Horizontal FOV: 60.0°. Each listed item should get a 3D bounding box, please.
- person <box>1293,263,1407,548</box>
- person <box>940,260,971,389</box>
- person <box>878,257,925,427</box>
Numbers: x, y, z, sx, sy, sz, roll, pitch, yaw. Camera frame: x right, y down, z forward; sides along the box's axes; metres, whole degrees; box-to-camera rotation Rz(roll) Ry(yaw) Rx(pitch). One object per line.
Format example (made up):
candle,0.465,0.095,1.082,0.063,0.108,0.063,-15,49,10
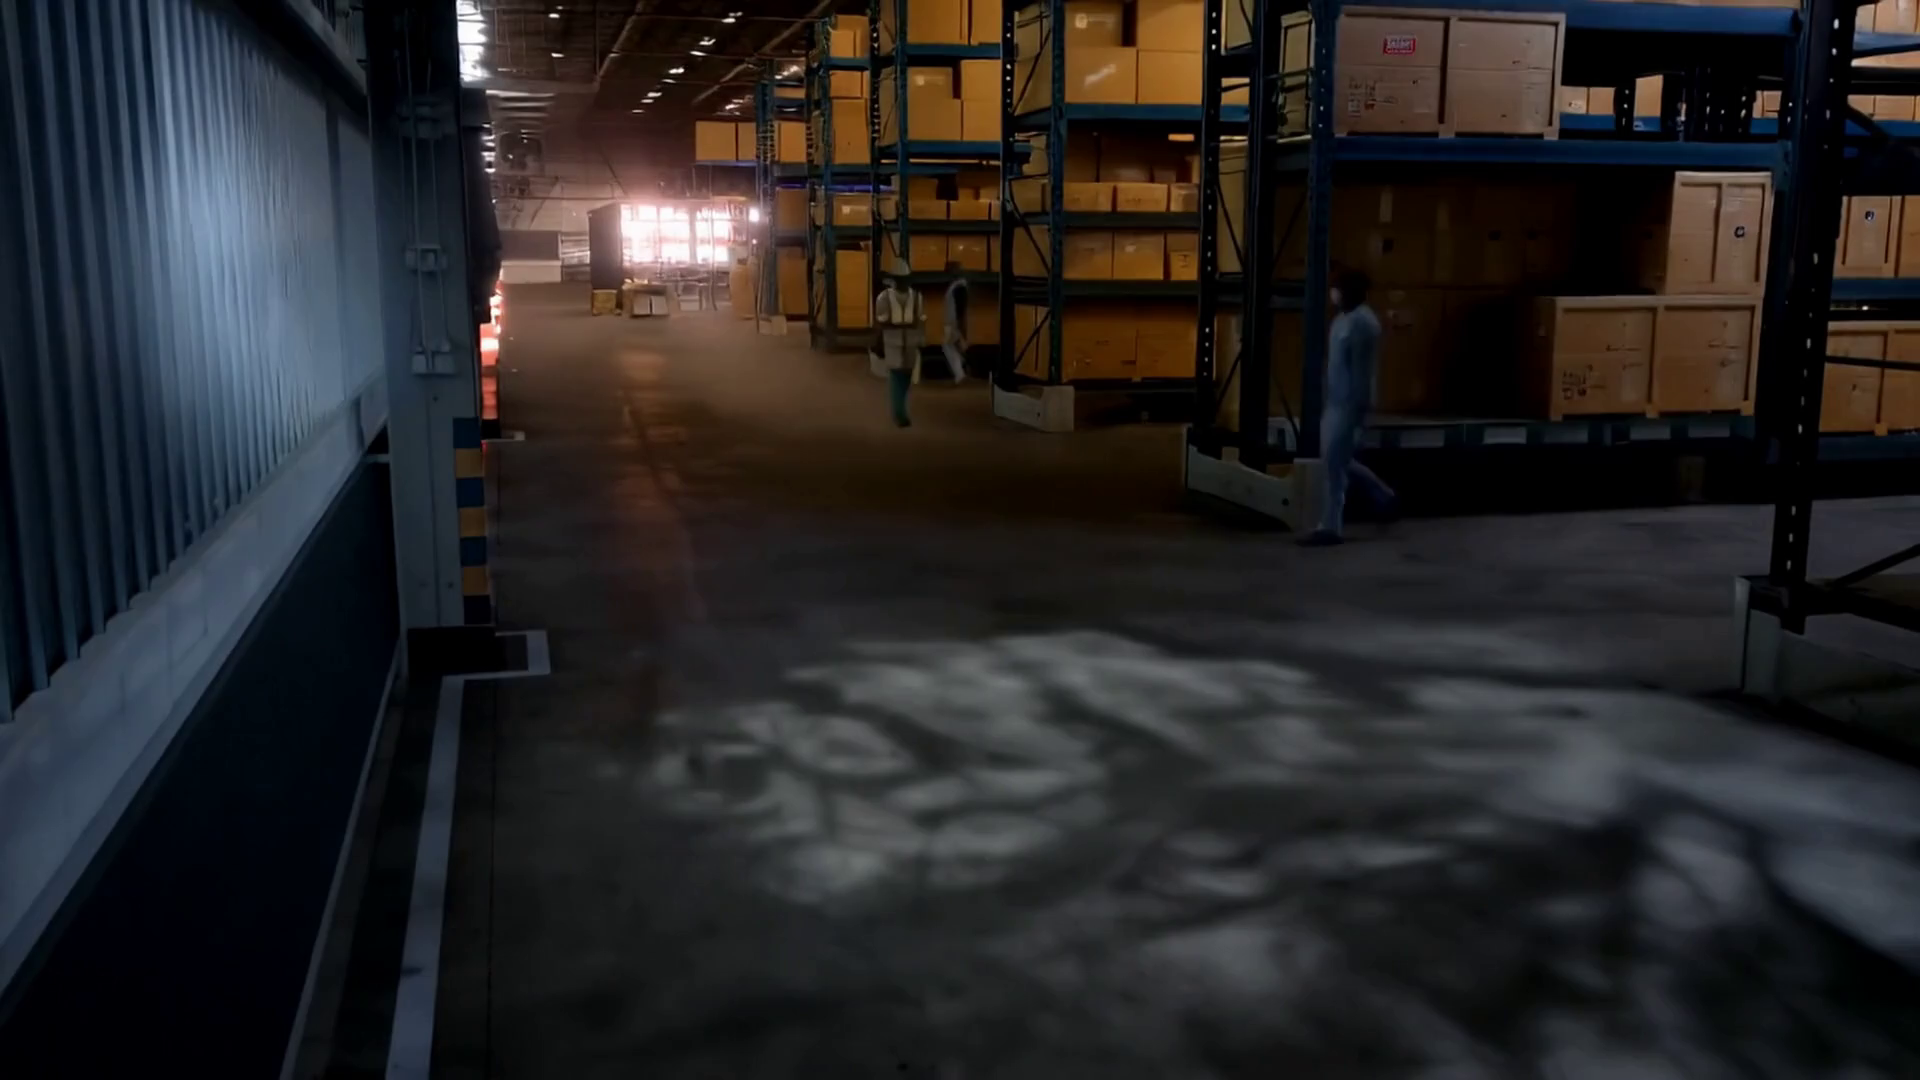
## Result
person,2.660,-0.898,11.184,0.707,1.920,0.647,0,10,3
person,-0.092,-3.042,23.589,0.479,1.825,0.626,-1,10,-6
person,-0.679,-2.255,18.912,0.548,1.911,0.843,-3,10,-17
